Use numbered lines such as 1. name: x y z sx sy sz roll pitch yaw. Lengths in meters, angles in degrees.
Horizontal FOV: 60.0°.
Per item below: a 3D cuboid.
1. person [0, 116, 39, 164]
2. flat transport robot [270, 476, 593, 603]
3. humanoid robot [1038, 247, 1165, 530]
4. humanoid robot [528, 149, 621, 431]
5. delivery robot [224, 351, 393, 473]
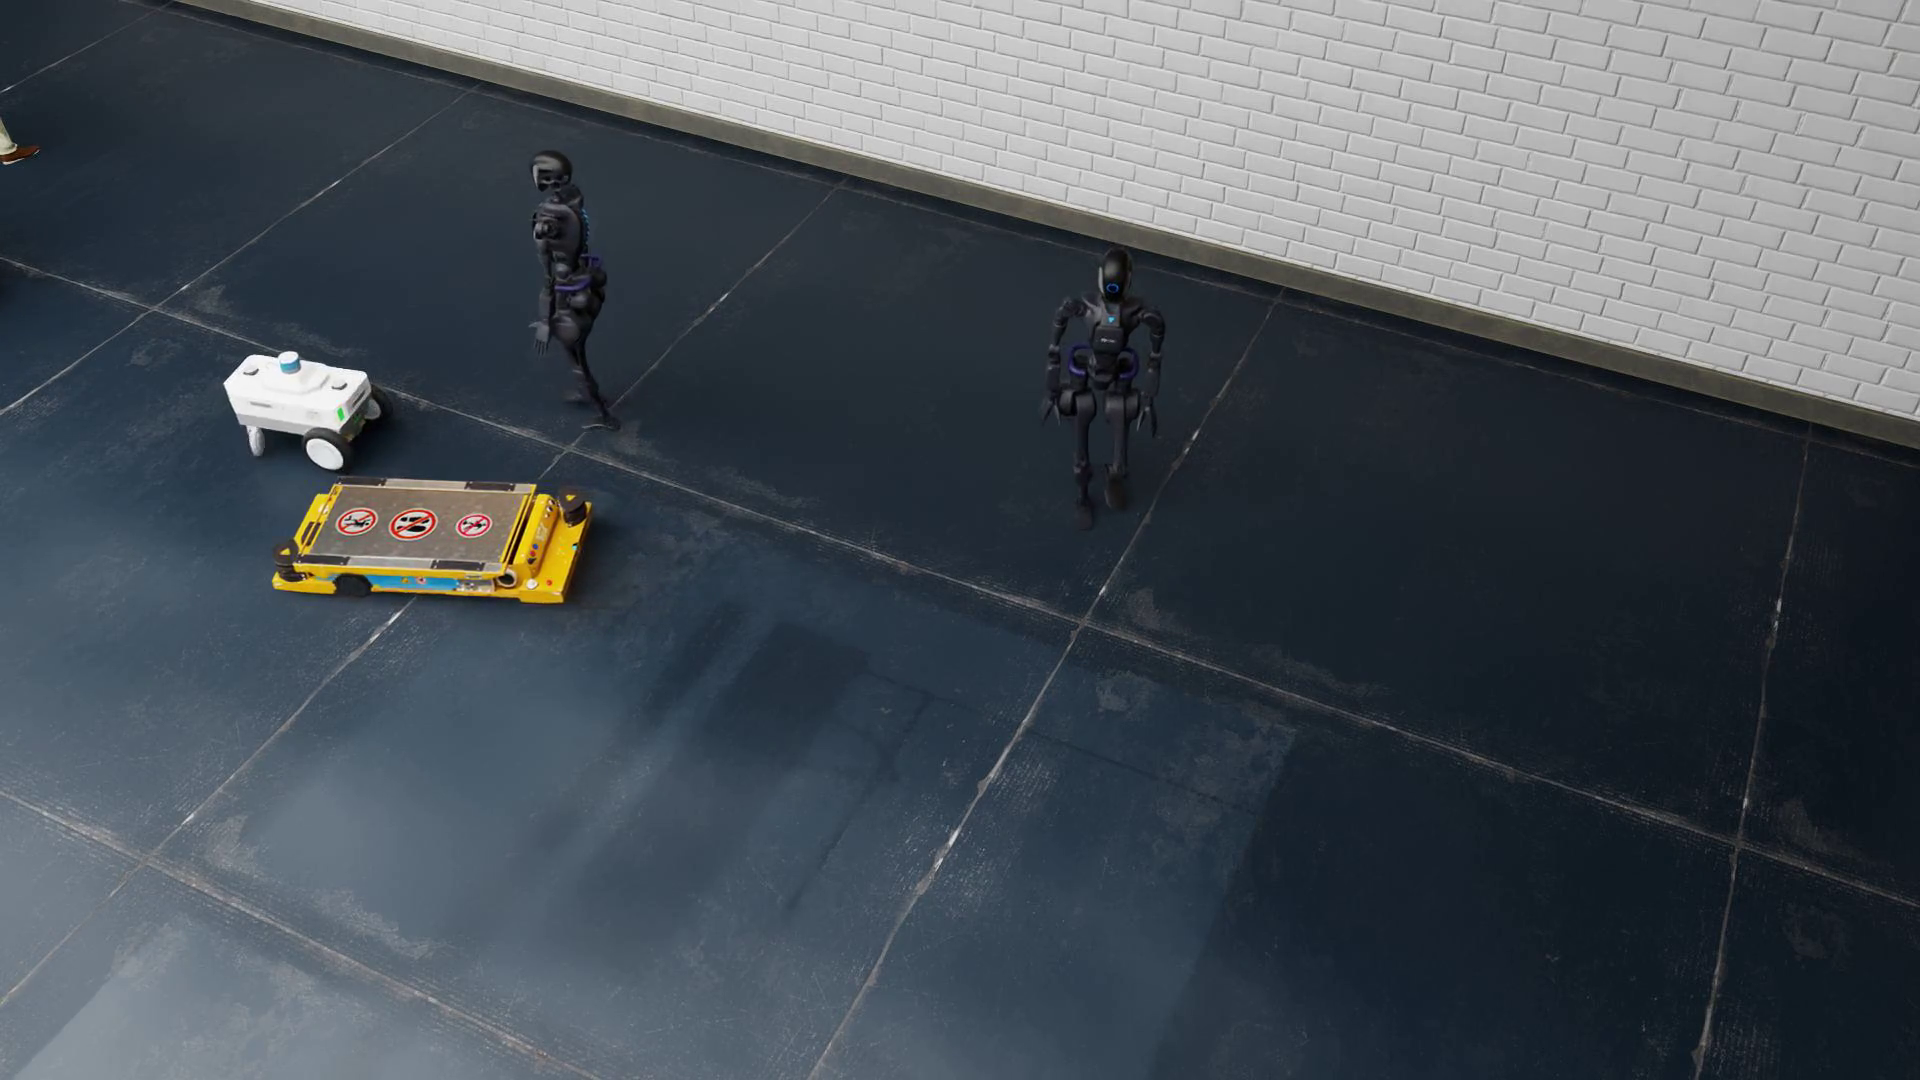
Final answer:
1. person: -6.466 -3.202 10.702 0.503 1.636 0.282 16 45 17
2. flat transport robot: -2.608 -0.002 8.257 1.431 0.231 0.659 2 43 3
3. humanoid robot: 0.673 -0.746 8.025 0.584 1.635 0.413 2 43 2
4. humanoid robot: -2.028 -1.248 8.568 0.363 1.651 0.591 7 43 8
5. delivery robot: -3.457 -0.710 8.825 0.785 0.614 0.526 10 44 10
